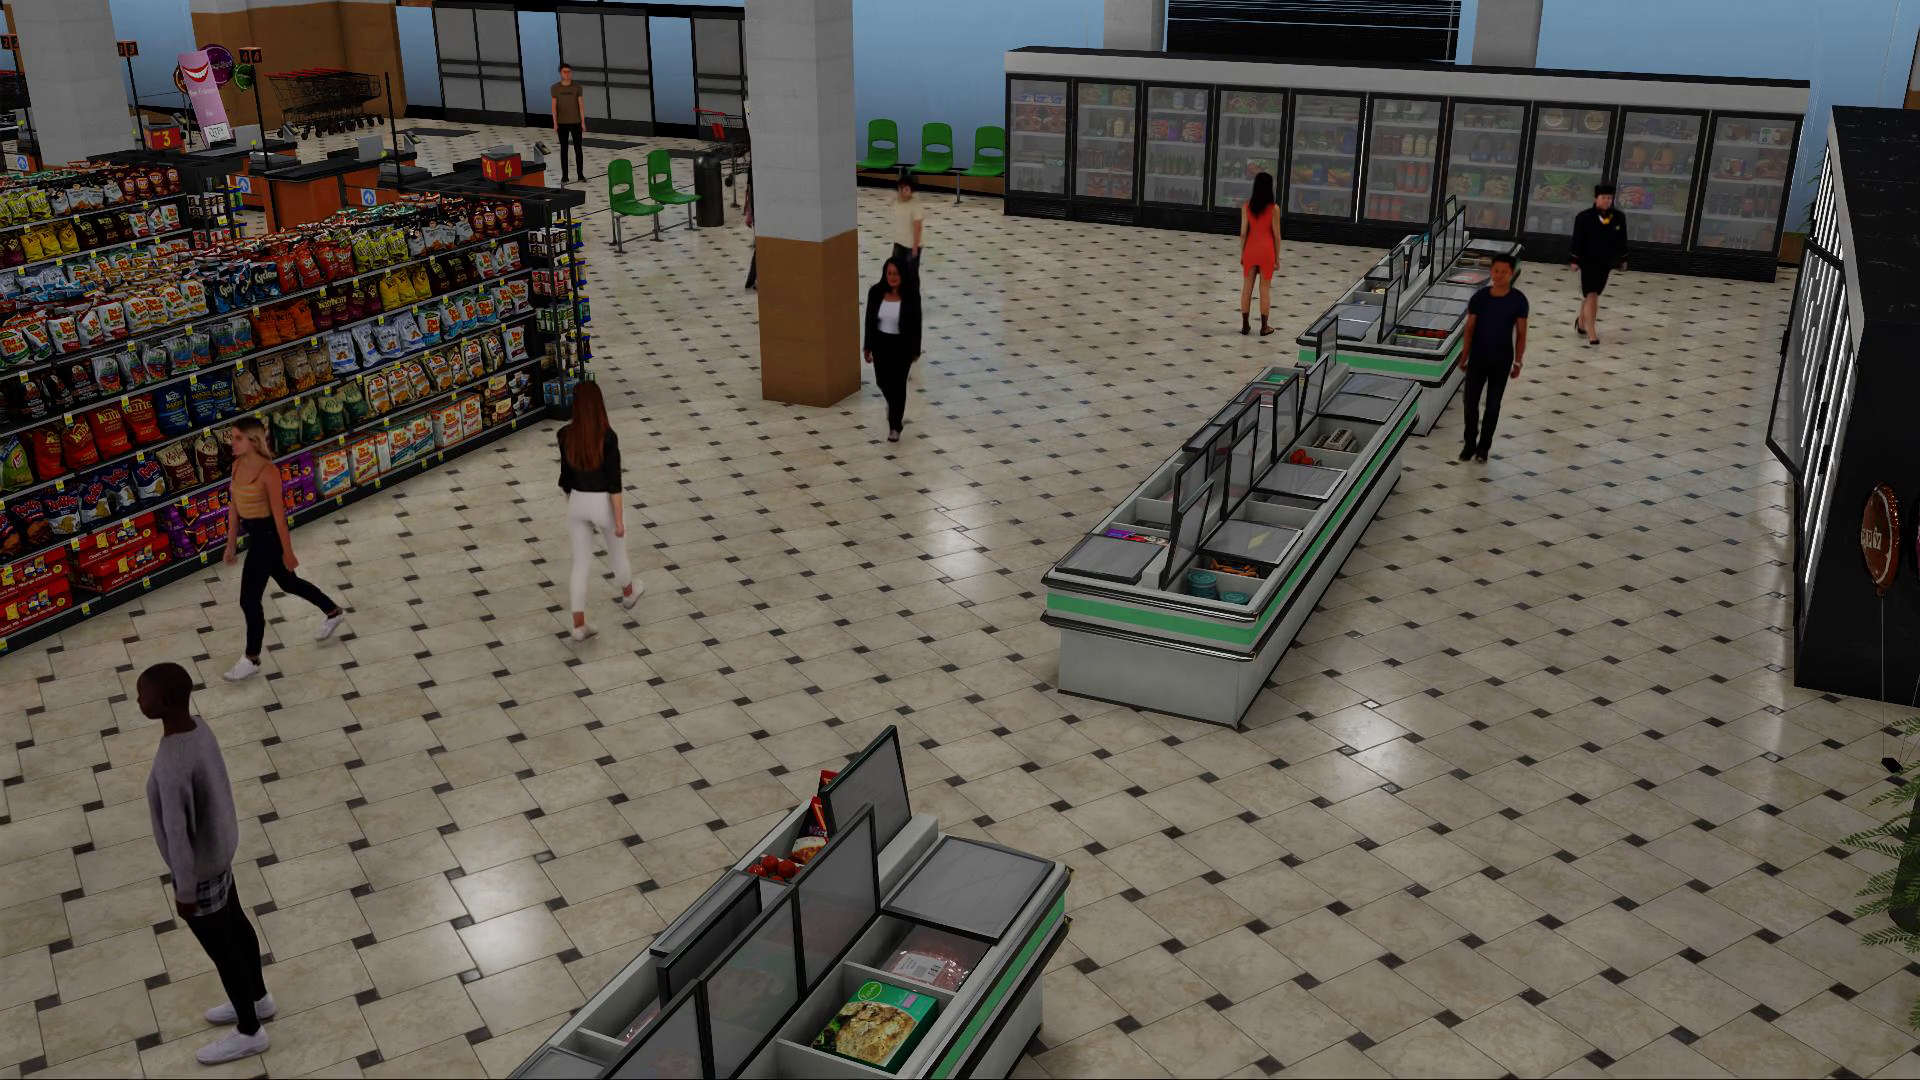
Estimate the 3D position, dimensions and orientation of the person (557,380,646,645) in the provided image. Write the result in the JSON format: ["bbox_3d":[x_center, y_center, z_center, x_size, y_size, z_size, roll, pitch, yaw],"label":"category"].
[{"bbox_3d":[-2.360,-0.148,10.566,0.774,1.661,1.179,5,22,12],"label":"person"}]

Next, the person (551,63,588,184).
[{"bbox_3d":[-6.217,-6.639,26.466,0.745,1.850,0.791,-6,23,-15],"label":"person"}]

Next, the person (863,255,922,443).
[{"bbox_3d":[-0.580,-1.701,14.531,0.872,1.586,1.164,3,22,8],"label":"person"}]

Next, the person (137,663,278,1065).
[{"bbox_3d":[-3.074,1.304,6.807,0.742,1.769,0.659,-5,23,-13],"label":"person"}]

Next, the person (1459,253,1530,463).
[{"bbox_3d":[4.432,-1.525,13.829,0.660,1.783,0.596,10,24,22],"label":"person"}]

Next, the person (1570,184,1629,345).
[{"bbox_3d":[6.651,-2.888,17.424,0.976,1.631,1.168,0,22,1],"label":"person"}]

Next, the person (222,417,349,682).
[{"bbox_3d":[-4.214,0.008,10.272,0.785,1.591,1.194,18,28,37],"label":"person"}]

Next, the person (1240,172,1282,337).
[{"bbox_3d":[3.178,-3.032,17.659,0.580,1.723,0.512,10,24,22],"label":"person"}]

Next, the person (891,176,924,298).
[{"bbox_3d":[-0.563,-3.269,18.471,0.649,1.559,0.682,20,29,40],"label":"person"}]
